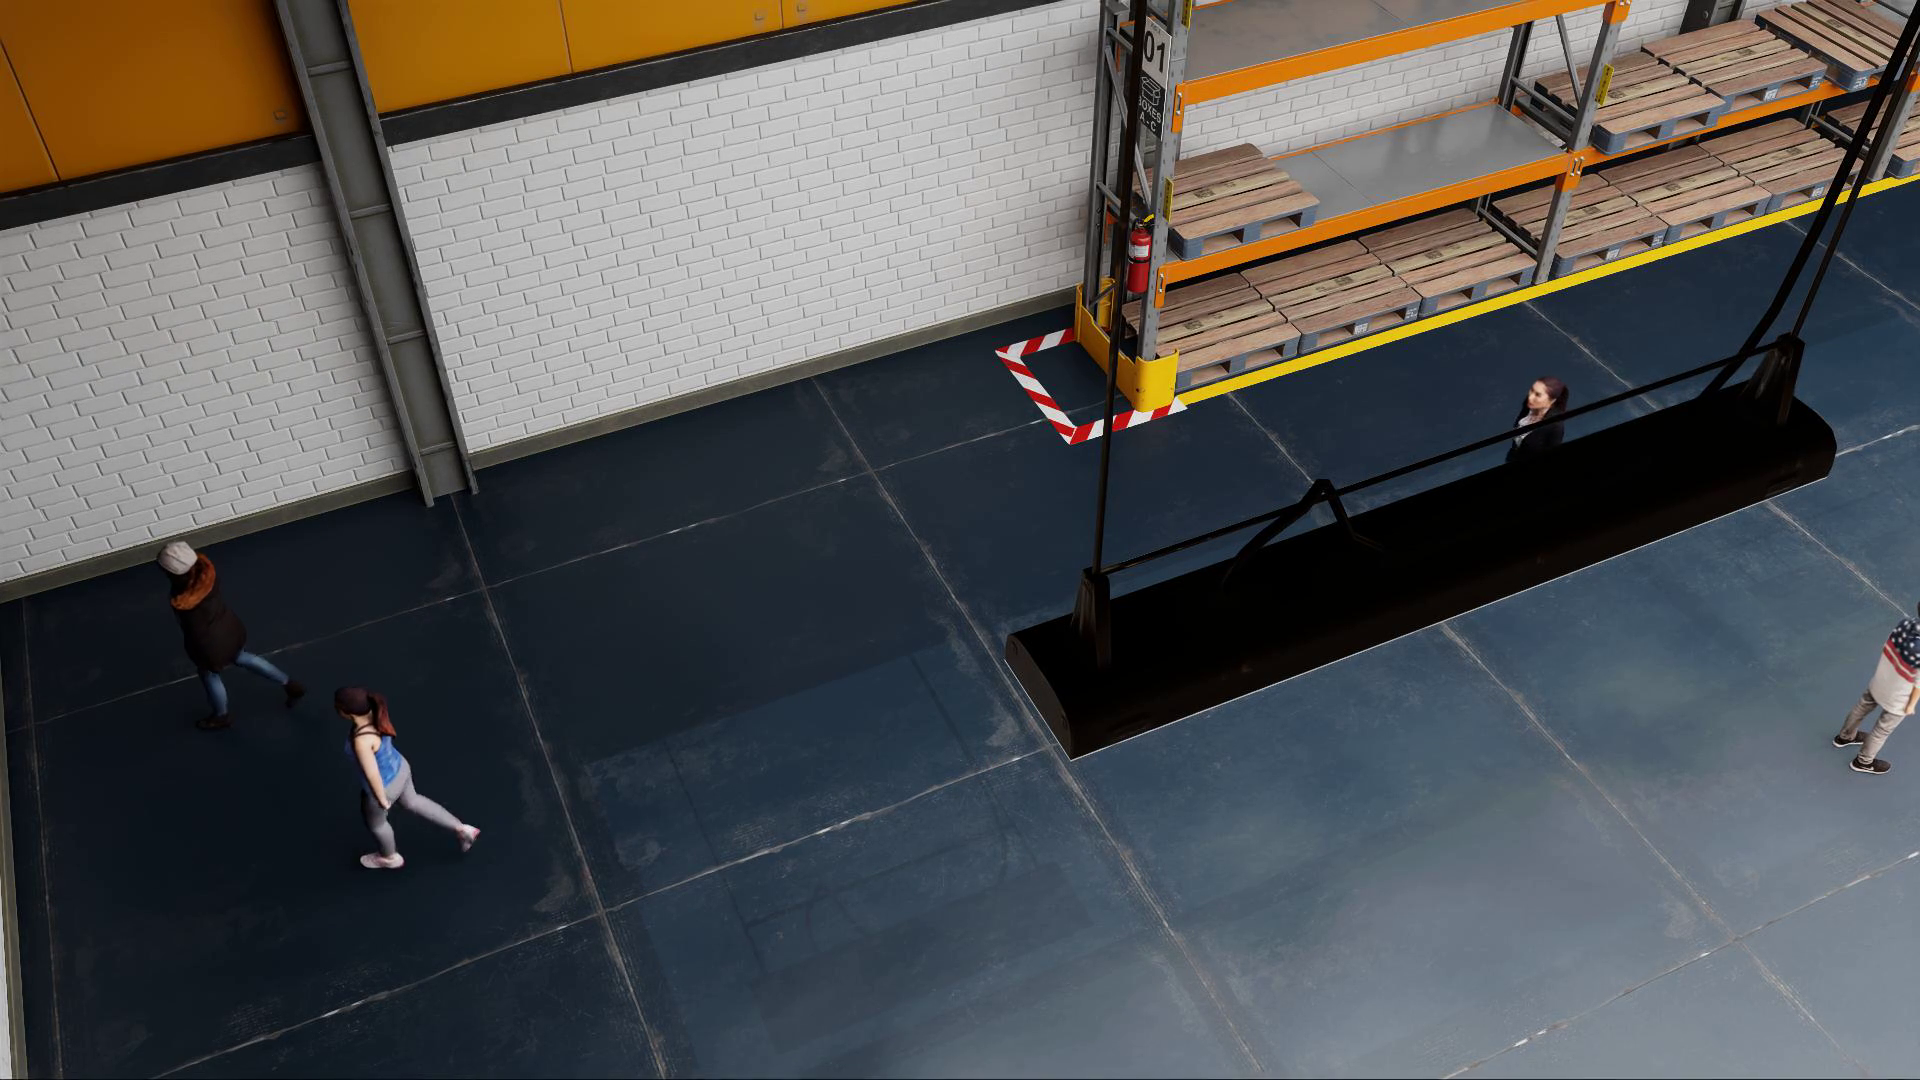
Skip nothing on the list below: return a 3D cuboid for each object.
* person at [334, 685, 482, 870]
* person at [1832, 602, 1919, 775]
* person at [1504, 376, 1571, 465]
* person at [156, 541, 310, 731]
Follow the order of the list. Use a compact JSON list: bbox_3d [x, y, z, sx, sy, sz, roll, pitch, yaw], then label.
[{"bbox_3d":[-3.263,1.379,9.641,1.054,1.588,0.874,3,44,3],"label":"person"},{"bbox_3d":[5.806,0.866,10.288,0.555,1.439,0.568,-6,44,-6],"label":"person"},{"bbox_3d":[3.995,-0.463,11.535,0.951,1.643,0.663,-12,45,-13],"label":"person"},{"bbox_3d":[-4.629,0.584,10.454,1.072,1.617,0.889,-2,44,-2],"label":"person"}]
